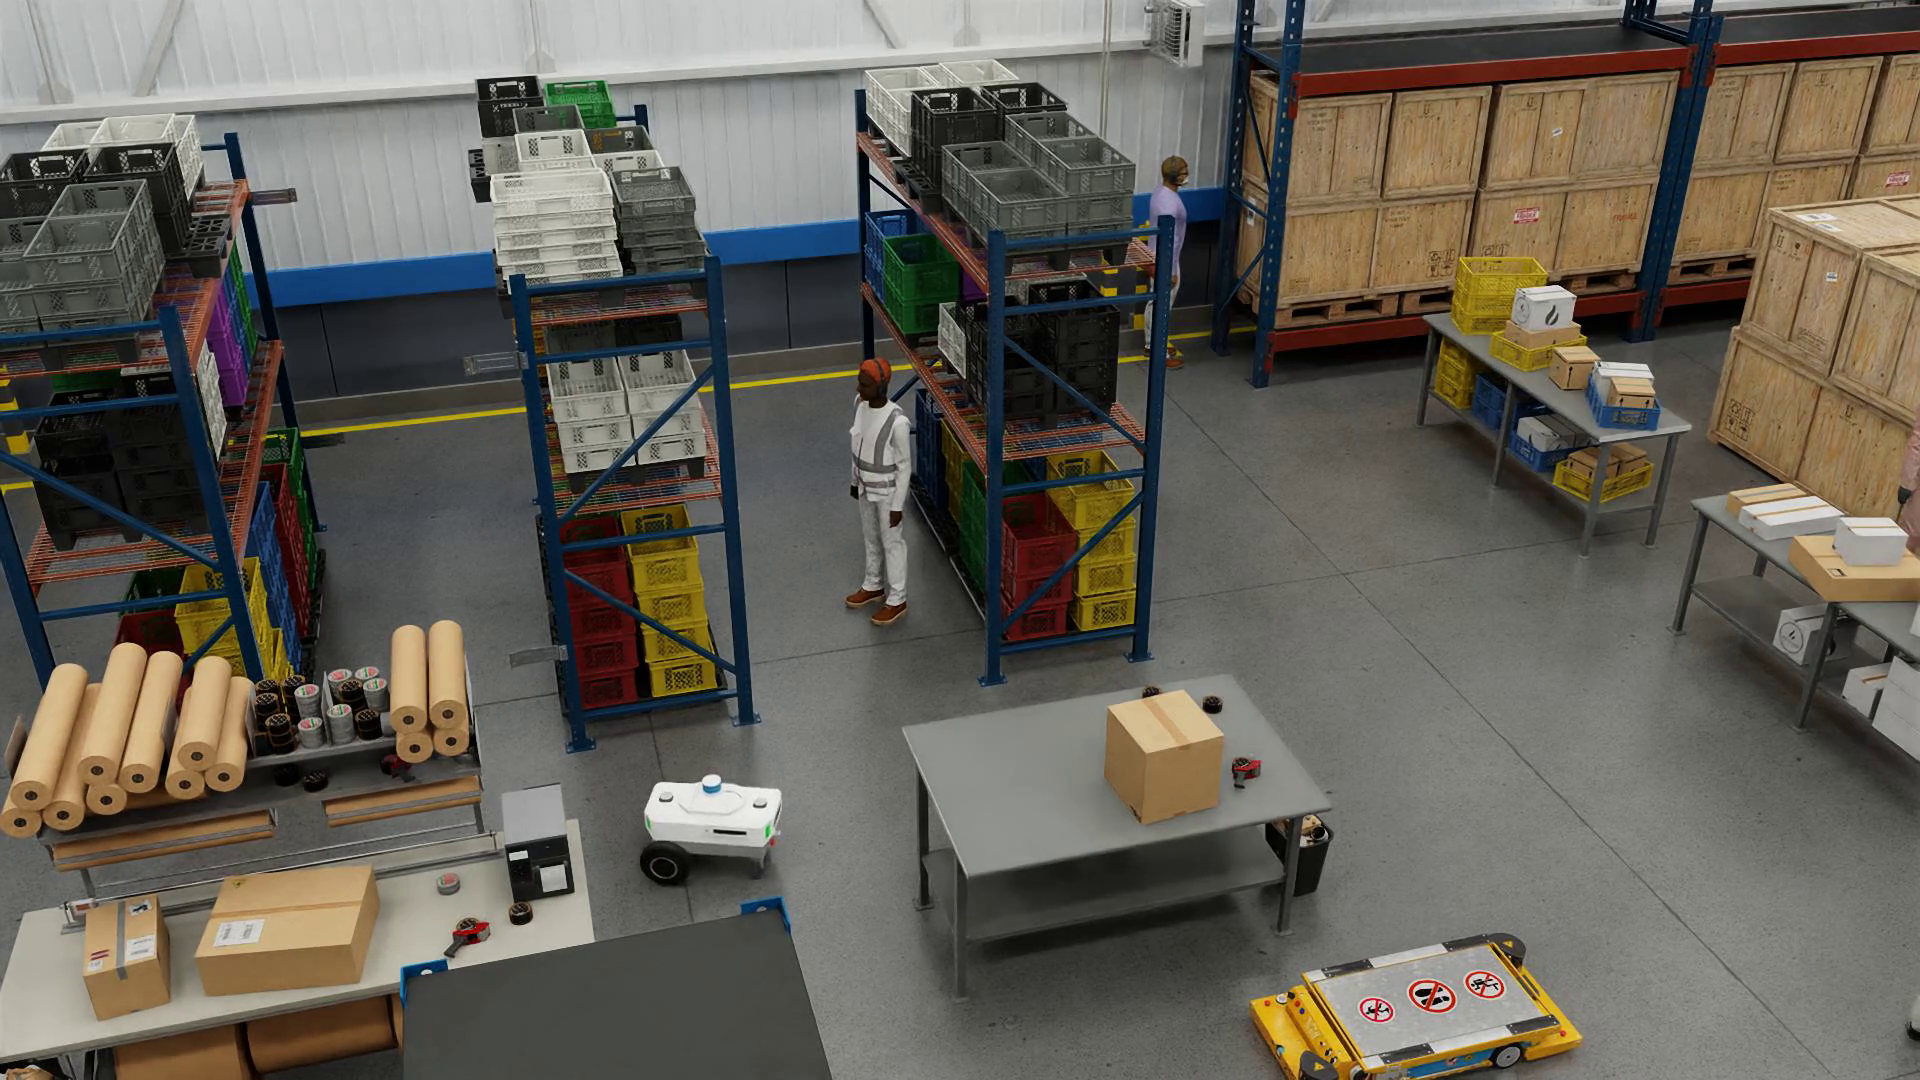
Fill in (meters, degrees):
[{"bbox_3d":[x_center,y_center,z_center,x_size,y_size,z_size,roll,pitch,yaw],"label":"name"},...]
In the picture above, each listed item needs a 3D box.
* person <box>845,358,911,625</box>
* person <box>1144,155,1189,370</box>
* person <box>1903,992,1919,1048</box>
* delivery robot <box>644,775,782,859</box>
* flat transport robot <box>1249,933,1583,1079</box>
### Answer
[{"bbox_3d":[-0.547,-0.332,11.077,0.355,1.882,0.575,-20,35,-32],"label":"person"},{"bbox_3d":[1.861,-2.504,14.971,0.372,1.940,0.631,-2,29,-3],"label":"person"},{"bbox_3d":[4.734,1.697,7.485,0.408,1.794,0.649,-1,29,-3],"label":"person"},{"bbox_3d":[-1.329,1.497,9.022,0.707,0.478,0.477,3,29,5],"label":"delivery robot"},{"bbox_3d":[2.184,2.282,7.980,1.431,0.197,0.652,-8,30,-14],"label":"flat transport robot"}]
